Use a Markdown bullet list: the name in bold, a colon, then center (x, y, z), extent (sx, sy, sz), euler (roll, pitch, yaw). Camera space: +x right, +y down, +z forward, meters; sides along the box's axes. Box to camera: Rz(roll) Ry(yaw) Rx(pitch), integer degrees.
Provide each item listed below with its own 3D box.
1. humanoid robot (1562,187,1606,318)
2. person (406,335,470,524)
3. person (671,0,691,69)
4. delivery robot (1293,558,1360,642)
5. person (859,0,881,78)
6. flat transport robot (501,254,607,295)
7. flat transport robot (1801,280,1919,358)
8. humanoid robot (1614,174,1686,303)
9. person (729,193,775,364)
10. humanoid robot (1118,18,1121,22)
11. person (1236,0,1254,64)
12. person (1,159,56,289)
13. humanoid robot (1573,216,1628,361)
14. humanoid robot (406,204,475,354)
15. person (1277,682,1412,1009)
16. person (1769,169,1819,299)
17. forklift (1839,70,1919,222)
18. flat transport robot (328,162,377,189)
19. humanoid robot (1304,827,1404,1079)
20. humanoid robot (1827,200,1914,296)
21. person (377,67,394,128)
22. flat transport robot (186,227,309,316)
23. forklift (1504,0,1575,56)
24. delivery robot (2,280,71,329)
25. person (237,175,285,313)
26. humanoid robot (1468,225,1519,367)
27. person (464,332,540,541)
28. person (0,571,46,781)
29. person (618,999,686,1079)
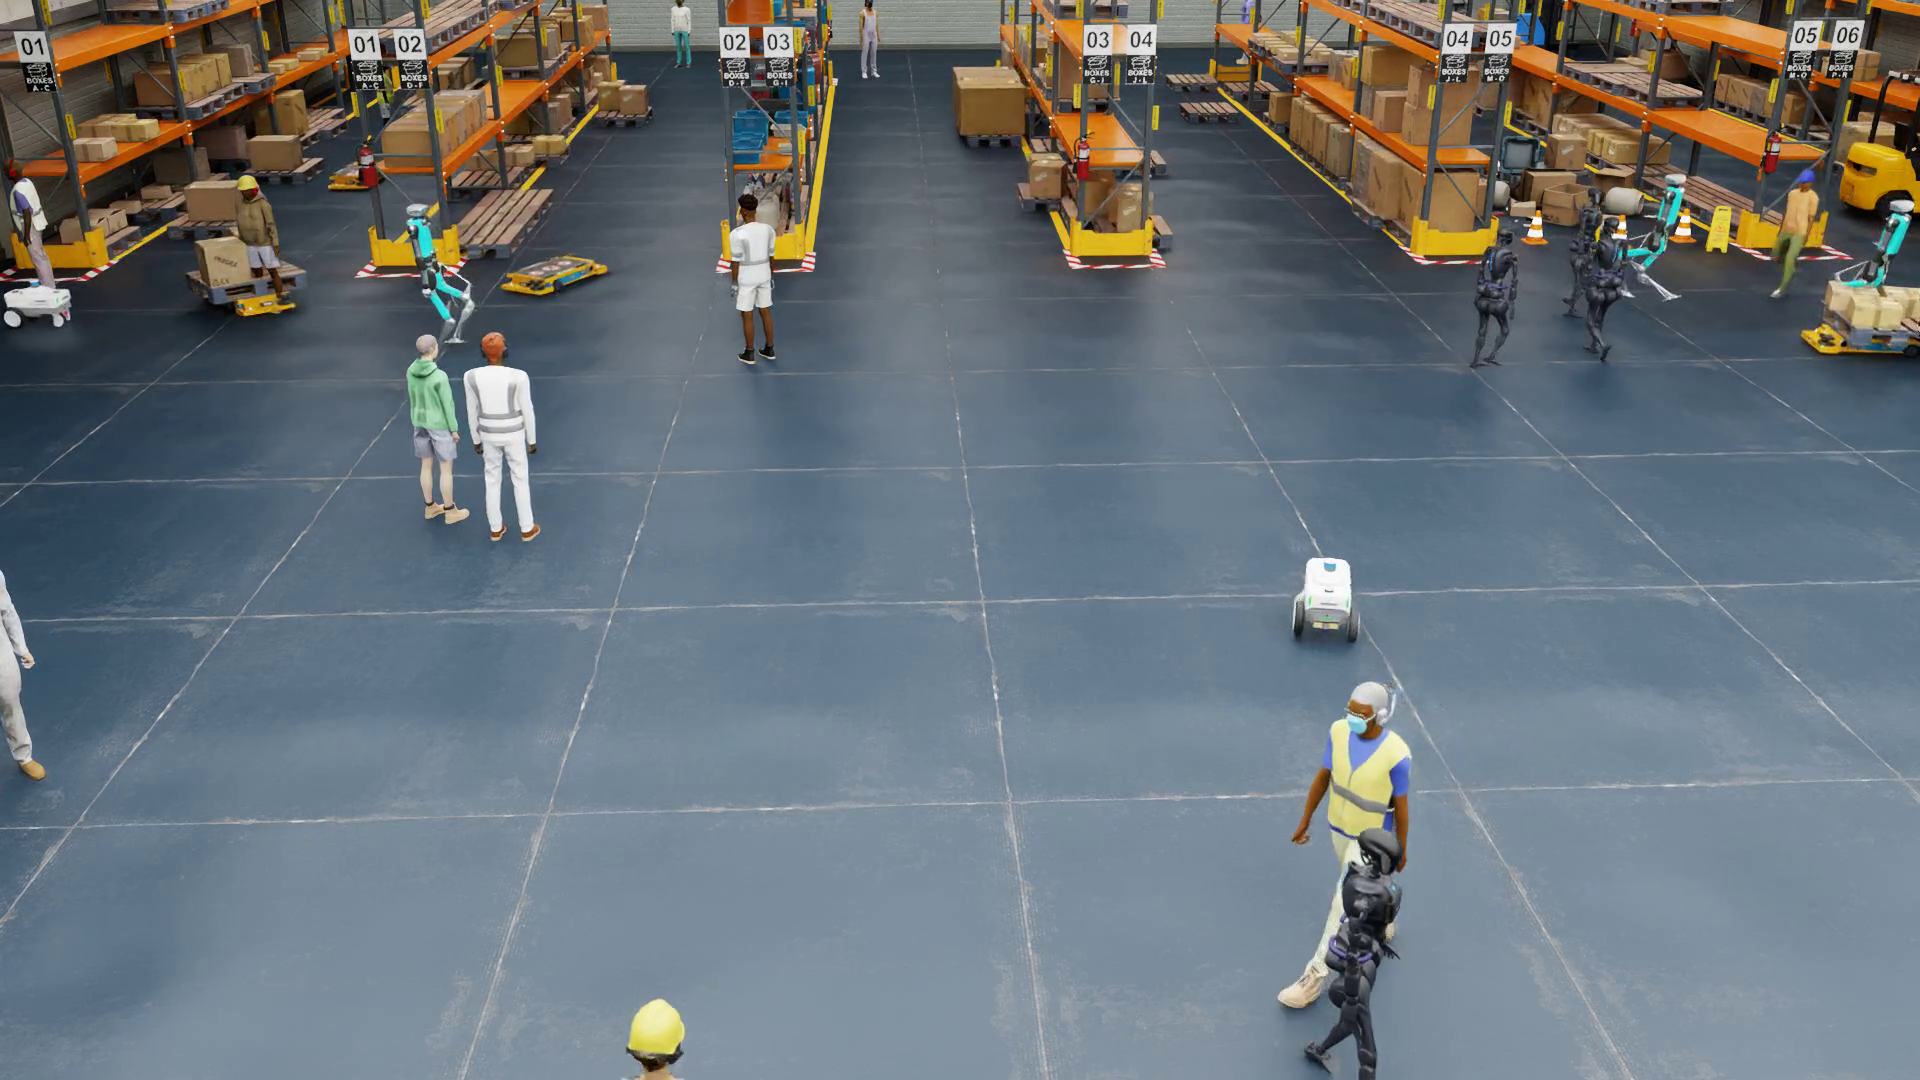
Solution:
- **humanoid robot**: center (7.805, -3.615, 20.861), extent (0.375, 1.642, 0.611), euler (17, 29, 33)
- **person**: center (-4.709, -0.989, 14.895), extent (0.464, 1.733, 0.324), euler (10, 26, 21)
- **person**: center (-6.783, -12.393, 40.474), extent (0.524, 1.772, 0.304), euler (8, 25, 17)
- **delivery robot**: center (2.896, 0.457, 13.117), extent (0.501, 0.614, 0.786), euler (5, 24, 10)
- **person**: center (-2.104, -11.799, 39.024), extent (0.532, 1.861, 0.382), euler (-13, 27, -27)
- **flat transport robot**: center (-5.500, -3.600, 22.562), extent (0.659, 0.231, 1.431), euler (12, 27, 25)
- **flat transport robot**: center (10.903, -2.381, 19.823), extent (1.431, 0.231, 0.659), euler (3, 24, 7)
- **humanoid robot**: center (8.825, -3.846, 21.327), extent (1.027, 1.732, 0.547), euler (16, 28, 31)
- **person**: center (-2.383, -3.008, 19.165), extent (0.596, 1.958, 0.369), euler (-21, 31, -38)
- **humanoid robot**: center (3.453, -12.170, 40.050), extent (0.530, 1.774, 0.985), euler (-16, 29, -32)
- **person**: center (7.091, -12.705, 41.140), extent (0.395, 1.799, 0.588), euler (4, 24, 8)
- **person**: center (-12.037, -4.019, 21.565), extent (0.372, 1.842, 0.568), euler (-8, 25, -17)
- **humanoid robot**: center (7.531, -2.939, 19.354), extent (0.600, 1.638, 0.599), euler (-7, 25, -16)
- **humanoid robot**: center (-6.028, -3.035, 19.553), extent (0.748, 1.828, 0.535), euler (-1, 24, -1)
- **person**: center (2.124, 1.581, 8.996), extent (1.023, 1.838, 0.550), euler (-18, 30, -34)
- **person**: center (10.886, -3.999, 21.688), extent (0.516, 1.695, 0.465), euler (-13, 27, -27)
- **forklift**: center (15.132, -6.143, 25.915), extent (2.313, 2.155, 1.214), euler (-1, 24, -2)
- **flat transport robot**: center (-10.276, -6.227, 28.464), extent (0.659, 0.231, 1.431), euler (-1, 24, -2)
- **humanoid robot**: center (2.002, 2.072, 8.144), extent (0.582, 1.636, 0.618), euler (12, 27, 25)
- **humanoid robot**: center (10.790, -3.217, 19.923), extent (0.532, 1.789, 0.816), euler (-22, 32, -40)
- **person**: center (-10.737, -8.193, 31.123), extent (0.322, 1.697, 0.530), euler (-7, 25, -15)
- **flat transport robot**: center (-9.246, -3.186, 21.630), extent (0.659, 0.231, 1.431), euler (-19, 30, -36)
- **forklift**: center (14.700, -13.805, 42.301), extent (1.873, 2.768, 1.129), euler (-1, 24, -2)
- **delivery robot**: center (-11.500, -2.939, 20.724), extent (0.766, 0.595, 0.508), euler (1, 24, 1)
- **person**: center (-8.870, -3.754, 21.078), extent (0.542, 1.757, 0.414), euler (4, 24, 10)
- **humanoid robot**: center (6.070, -2.777, 18.988), extent (0.355, 1.646, 0.603), euler (-13, 27, -26)
- **person**: center (-3.979, -0.888, 14.496), extent (0.573, 1.877, 0.349), euler (0, 24, 1)
- **person**: center (-6.347, 0.759, 10.771), extent (0.577, 1.893, 0.375), euler (-22, 32, -40)
- **person**: center (-1.190, 2.648, 6.712), extent (0.529, 1.747, 0.694), euler (1, 24, 3)
